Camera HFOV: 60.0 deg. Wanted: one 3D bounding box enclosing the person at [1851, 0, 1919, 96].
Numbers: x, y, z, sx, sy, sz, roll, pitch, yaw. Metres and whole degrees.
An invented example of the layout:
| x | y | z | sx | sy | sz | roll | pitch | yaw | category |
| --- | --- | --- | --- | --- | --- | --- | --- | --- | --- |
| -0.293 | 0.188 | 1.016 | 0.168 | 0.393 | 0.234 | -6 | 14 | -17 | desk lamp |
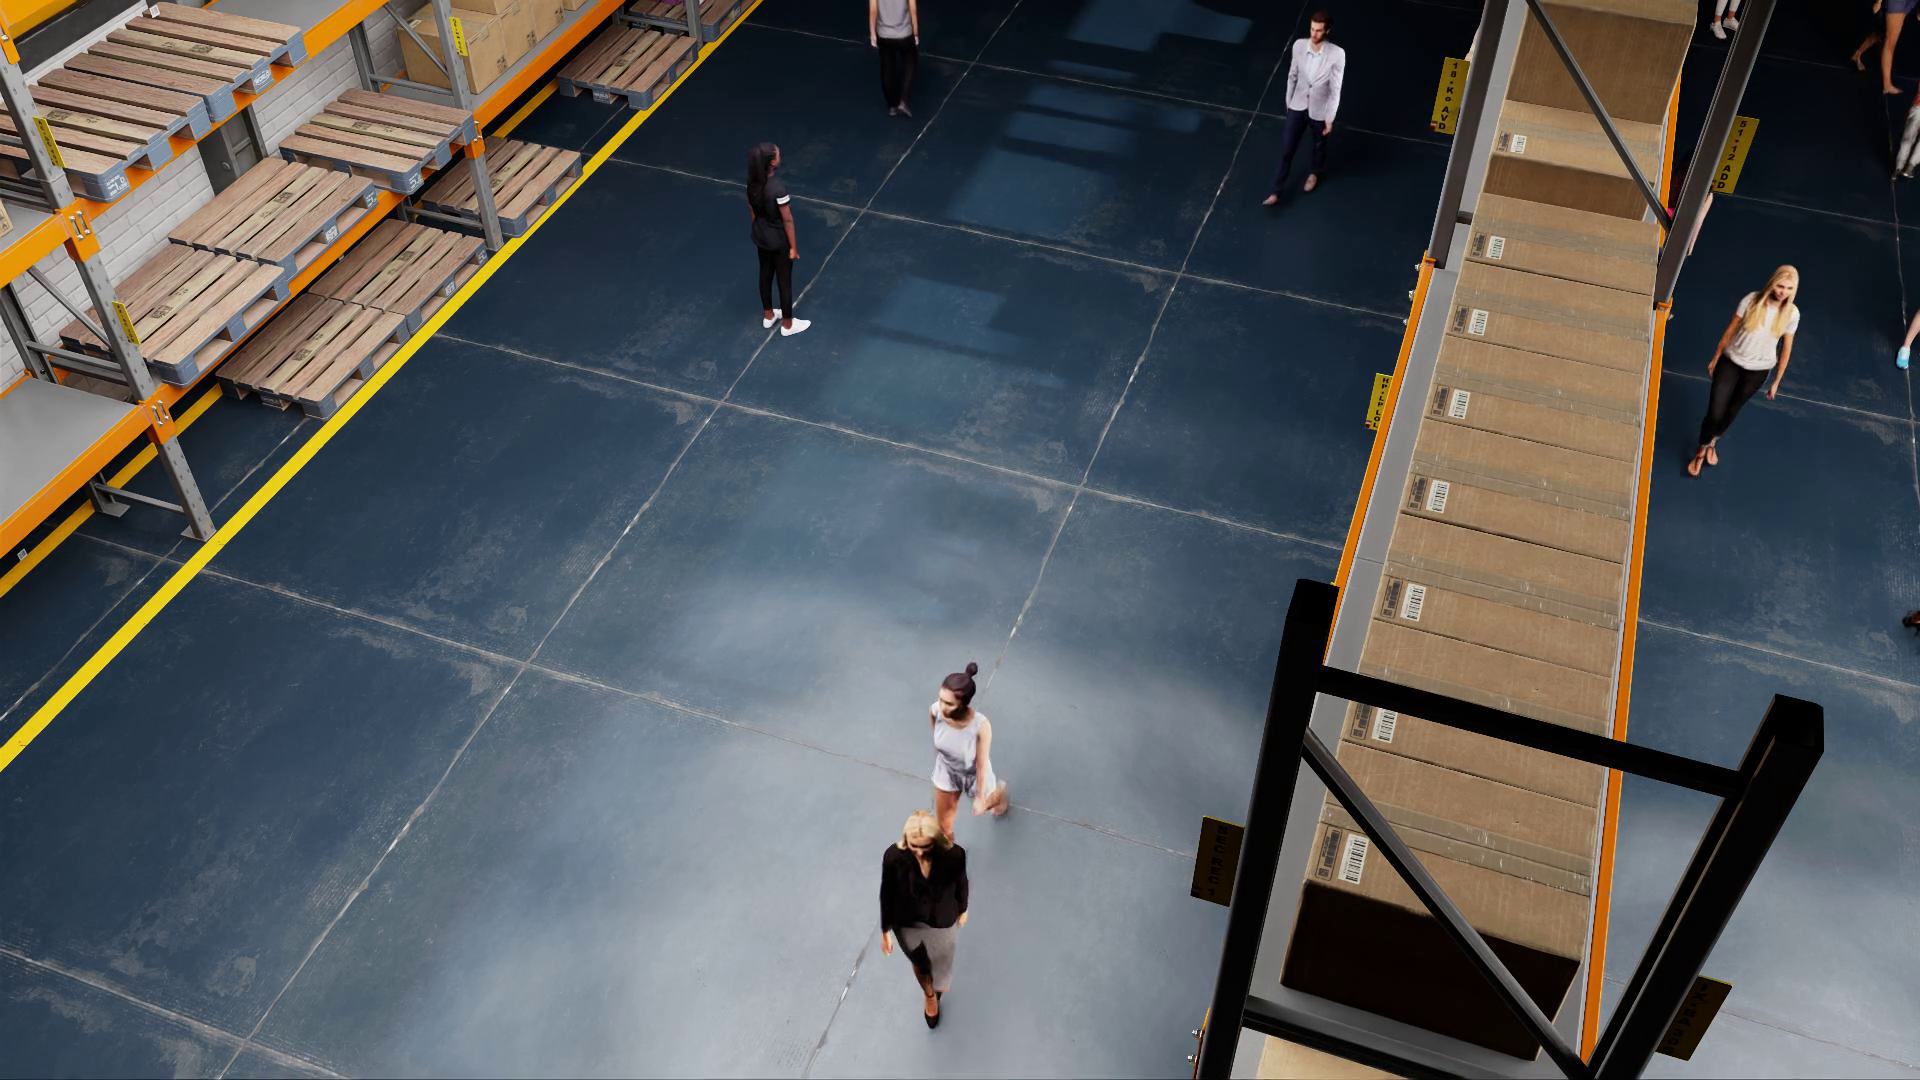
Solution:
| x | y | z | sx | sy | sz | roll | pitch | yaw | category |
| --- | --- | --- | --- | --- | --- | --- | --- | --- | --- |
| 9.327 | -5.362 | 16.568 | 0.979 | 1.671 | 1.238 | -5 | 44 | -5 | person |

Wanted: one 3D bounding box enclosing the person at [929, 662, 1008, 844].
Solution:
| x | y | z | sx | sy | sz | roll | pitch | yaw | category |
| --- | --- | --- | --- | --- | --- | --- | --- | --- | --- |
| 0.066 | 1.292 | 9.643 | 0.666 | 1.588 | 1.052 | 18 | 47 | 18 | person |

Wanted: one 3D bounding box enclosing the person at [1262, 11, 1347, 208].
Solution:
| x | y | z | sx | sy | sz | roll | pitch | yaw | category |
| --- | --- | --- | --- | --- | --- | --- | --- | --- | --- |
| 3.202 | -3.905 | 14.942 | 0.832 | 1.804 | 1.210 | 21 | 48 | 21 | person |

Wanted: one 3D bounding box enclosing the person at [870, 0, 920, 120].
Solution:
| x | y | z | sx | sy | sz | roll | pitch | yaw | category |
| --- | --- | --- | --- | --- | --- | --- | --- | --- | --- |
| -0.629 | -4.823 | 15.947 | 0.753 | 1.747 | 0.888 | 3 | 44 | 3 | person |

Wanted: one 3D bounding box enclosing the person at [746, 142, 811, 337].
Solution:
| x | y | z | sx | sy | sz | roll | pitch | yaw | category |
| --- | --- | --- | --- | --- | --- | --- | --- | --- | --- |
| -1.508 | -2.444 | 13.453 | 0.686 | 1.742 | 0.686 | 30 | 51 | 28 | person |

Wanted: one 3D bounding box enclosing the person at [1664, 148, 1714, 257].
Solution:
| x | y | z | sx | sy | sz | roll | pitch | yaw | category |
| --- | --- | --- | --- | --- | --- | --- | --- | --- | --- |
| 5.710 | -2.366 | 13.459 | 0.603 | 1.622 | 1.033 | 14 | 45 | 15 | person |

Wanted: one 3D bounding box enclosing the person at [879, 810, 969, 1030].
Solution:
| x | y | z | sx | sy | sz | roll | pitch | yaw | category |
| --- | --- | --- | --- | --- | --- | --- | --- | --- | --- |
| -0.187 | 1.956 | 8.772 | 0.723 | 1.828 | 0.788 | -1 | 44 | -1 | person |

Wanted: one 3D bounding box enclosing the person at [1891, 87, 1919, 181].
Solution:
| x | y | z | sx | sy | sz | roll | pitch | yaw | category |
| --- | --- | --- | --- | --- | --- | --- | --- | --- | --- |
| 8.853 | -3.880 | 15.280 | 0.539 | 1.301 | 0.566 | 28 | 50 | 26 | person |

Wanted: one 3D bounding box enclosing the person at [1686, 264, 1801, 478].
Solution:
| x | y | z | sx | sy | sz | roll | pitch | yaw | category |
| --- | --- | --- | --- | --- | --- | --- | --- | --- | --- |
| 5.746 | -1.309 | 12.214 | 0.639 | 1.808 | 0.681 | 12 | 45 | 12 | person |
